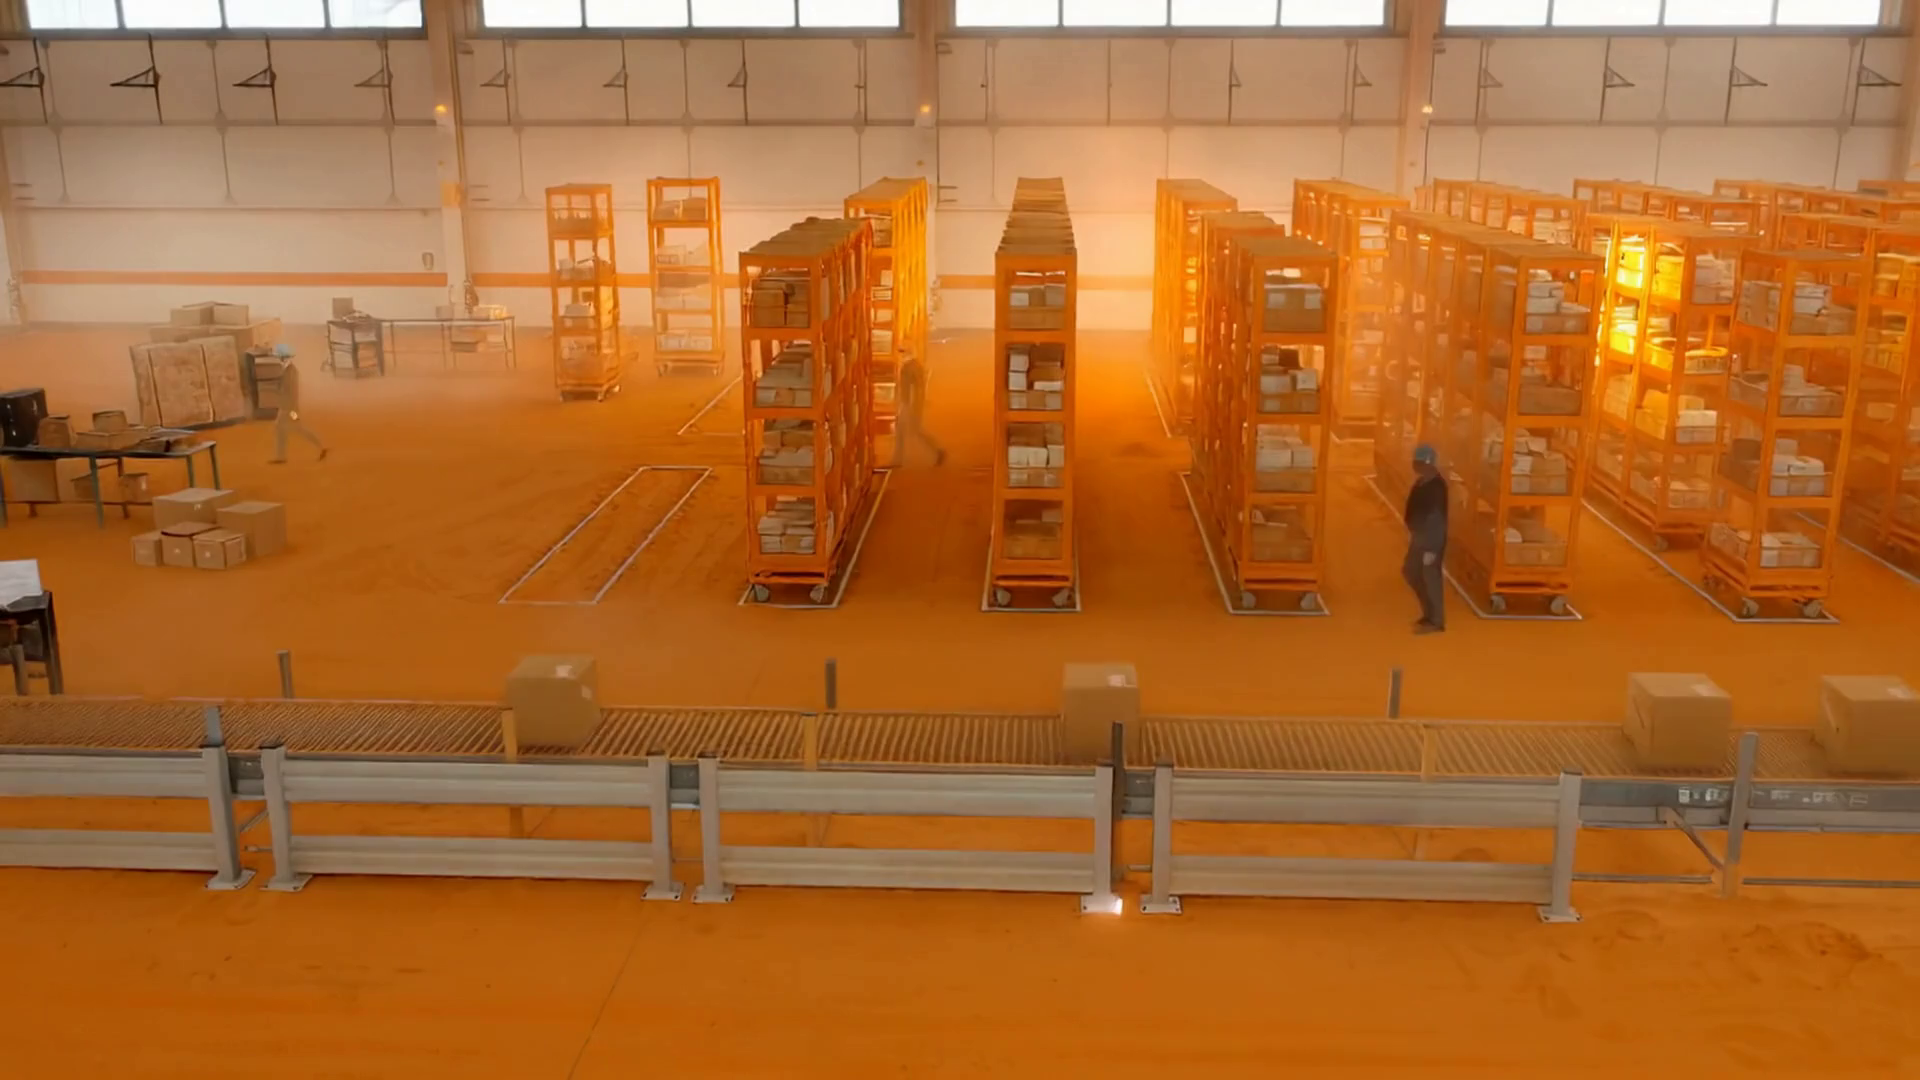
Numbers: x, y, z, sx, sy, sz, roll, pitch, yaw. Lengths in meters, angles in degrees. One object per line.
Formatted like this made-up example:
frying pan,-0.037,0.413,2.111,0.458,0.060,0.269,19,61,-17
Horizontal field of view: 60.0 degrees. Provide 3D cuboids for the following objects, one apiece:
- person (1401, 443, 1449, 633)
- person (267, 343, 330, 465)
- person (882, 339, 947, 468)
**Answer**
person,4.513,-0.010,16.044,0.495,1.875,0.655,0,15,0
person,-9.390,-1.916,23.404,0.779,1.715,0.578,-9,18,-31
person,-0.635,-1.885,23.084,0.838,1.820,0.570,-5,16,-17
